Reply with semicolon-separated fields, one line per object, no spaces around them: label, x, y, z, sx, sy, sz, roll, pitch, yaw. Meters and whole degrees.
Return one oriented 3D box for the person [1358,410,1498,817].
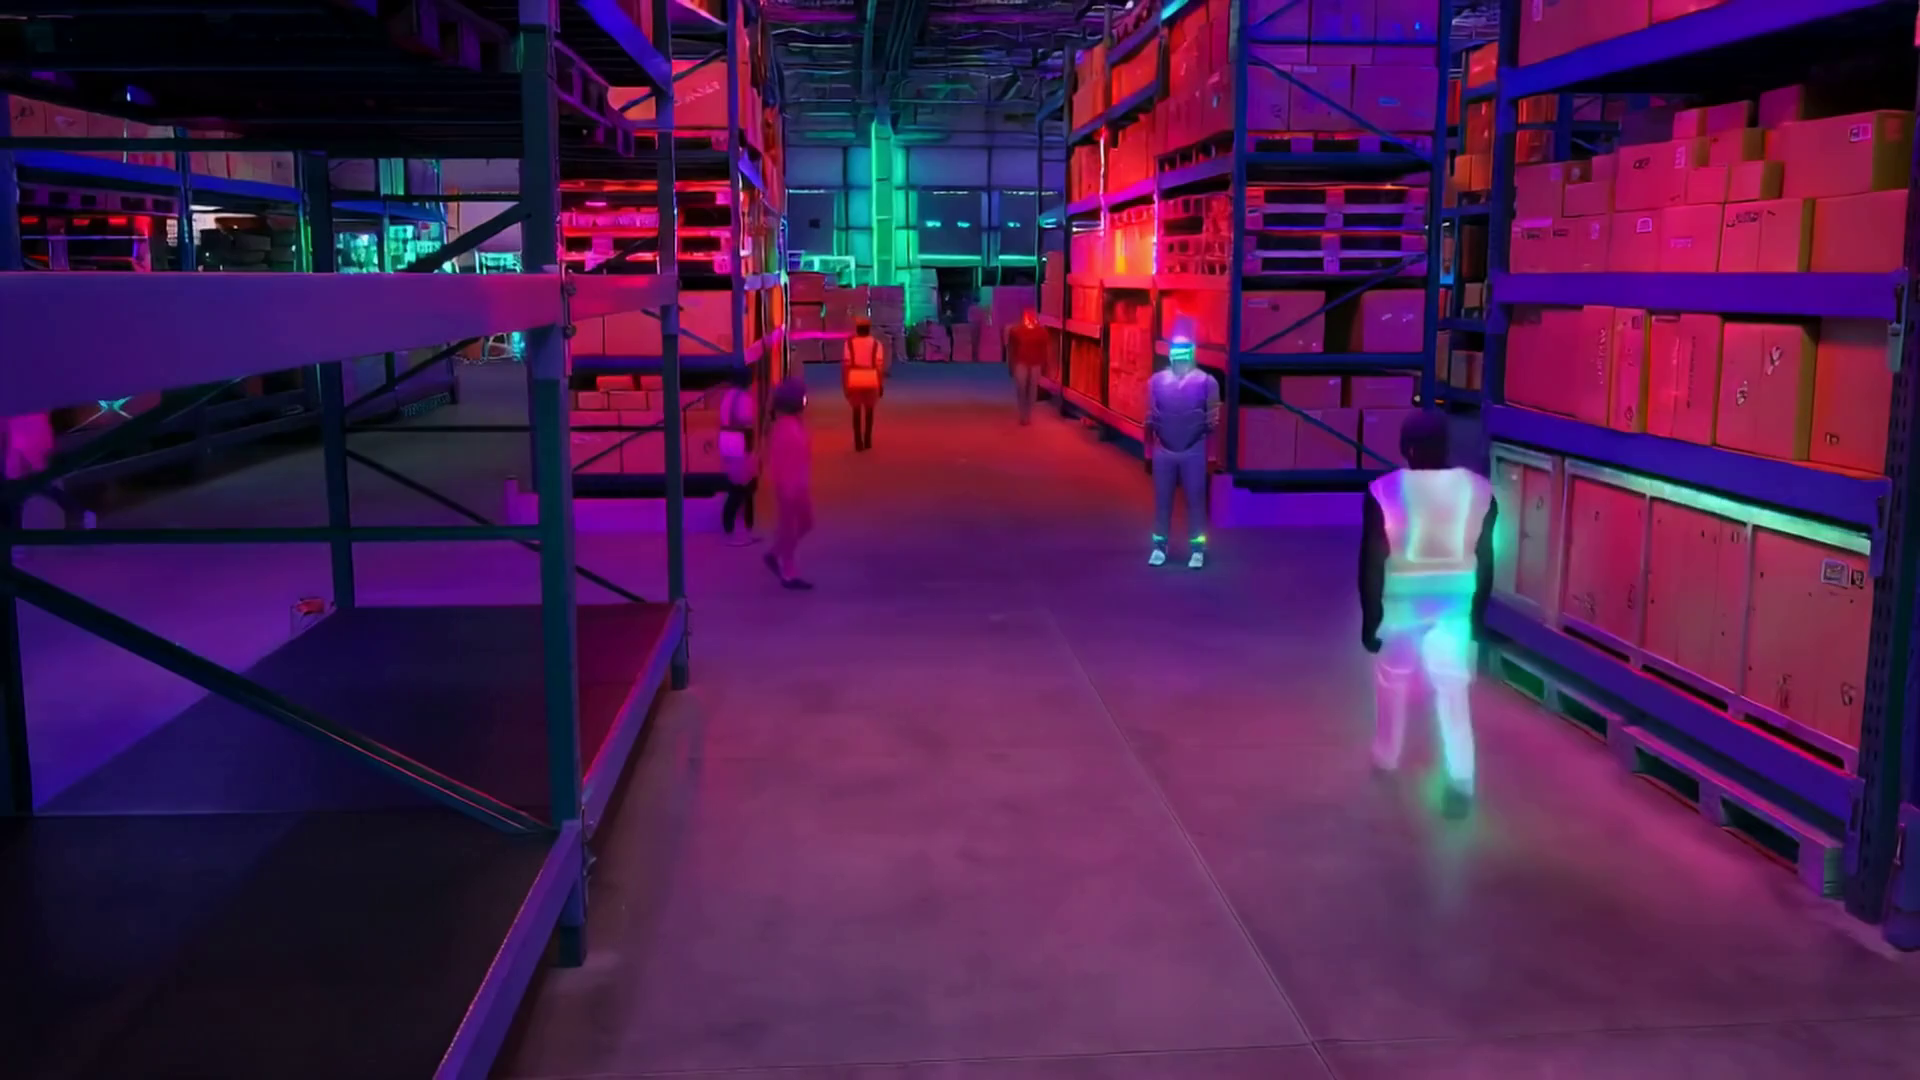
person;2.114;0.319;7.510;0.640;1.814;0.909;0;9;-2

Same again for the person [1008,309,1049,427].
person;1.105;-2.756;26.601;0.646;1.875;1.035;-1;9;-5

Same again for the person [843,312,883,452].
person;-1.324;-2.148;22.674;0.550;1.913;0.866;0;9;-2

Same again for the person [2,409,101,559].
person;-7.903;-0.857;14.230;0.615;2.020;0.875;4;10;25

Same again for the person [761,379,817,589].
person;-1.279;-0.416;12.680;0.384;1.619;0.507;1;9;4

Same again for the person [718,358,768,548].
person;-1.894;-0.774;14.745;0.616;1.670;0.569;-4;10;-24

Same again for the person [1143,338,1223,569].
person;1.818;-0.710;13.672;0.651;1.898;0.395;4;10;24
